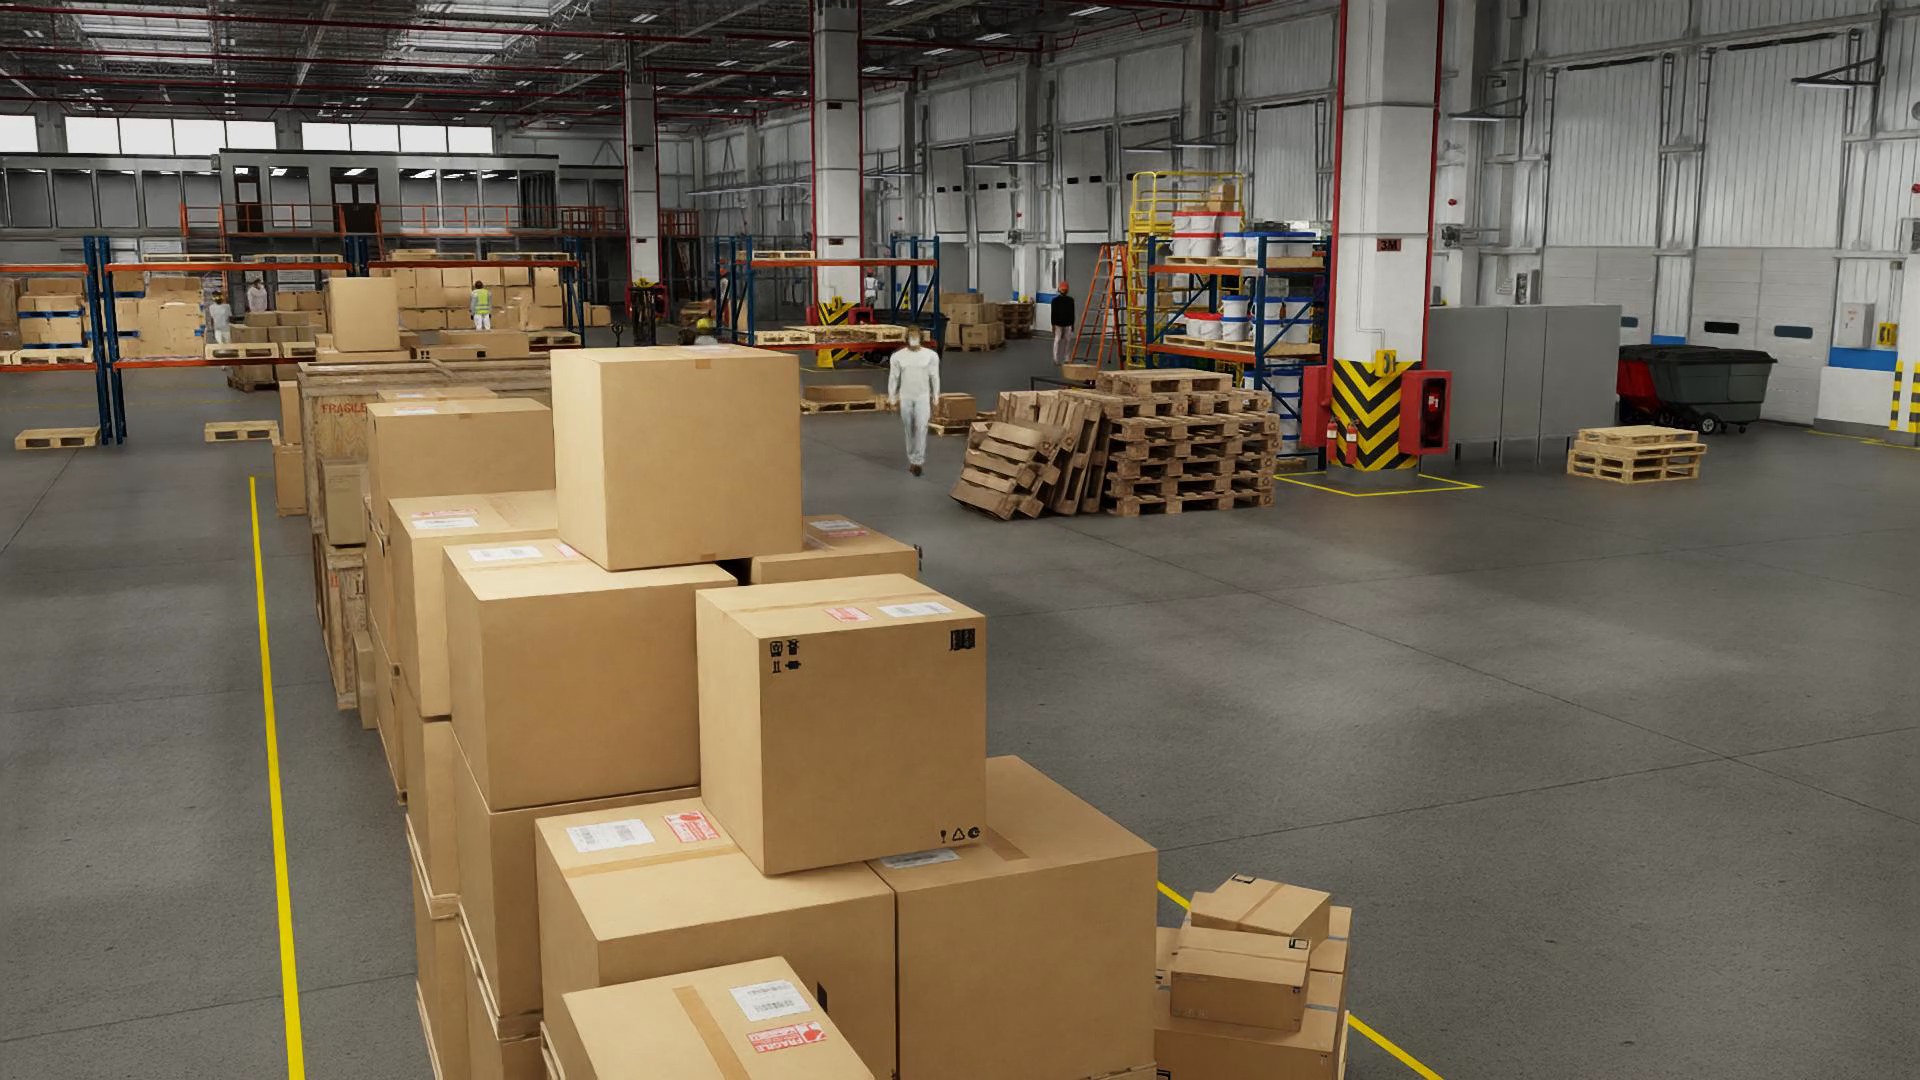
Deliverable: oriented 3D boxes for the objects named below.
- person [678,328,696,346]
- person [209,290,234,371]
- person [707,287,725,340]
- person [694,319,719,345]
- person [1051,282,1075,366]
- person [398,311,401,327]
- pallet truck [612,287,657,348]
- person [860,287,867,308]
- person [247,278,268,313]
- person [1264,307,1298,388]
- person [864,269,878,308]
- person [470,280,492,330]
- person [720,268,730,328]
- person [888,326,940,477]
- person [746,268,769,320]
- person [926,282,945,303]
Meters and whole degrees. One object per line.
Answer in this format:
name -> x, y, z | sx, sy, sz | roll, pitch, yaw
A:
person -> -3.488, -1.811, 21.518 | 0.329, 1.844, 0.518 | 2, 10, 8
person -> -16.793, -4.776, 37.900 | 0.522, 1.842, 0.679 | -2, 10, -12
person -> -6.695, -6.054, 45.363 | 0.471, 1.687, 0.541 | 9, 14, 41
person -> -4.152, -2.745, 27.097 | 0.488, 1.688, 0.917 | -9, 14, -41
person -> 2.438, -5.104, 39.303 | 0.608, 1.986, 0.400 | -5, 11, -24
person -> -11.878, -4.151, 34.524 | 0.633, 1.817, 0.799 | -9, 14, -41
pallet truck -> -6.464, -4.406, 35.401 | 0.823, 1.965, 1.885 | 6, 12, 32
person -> -2.795, -6.091, 45.436 | 0.532, 1.728, 0.883 | -5, 12, -28
person -> -19.633, -6.389, 46.654 | 1.063, 1.880, 0.639 | 7, 12, 33
person -> 5.285, -2.884, 27.376 | 0.578, 1.875, 0.347 | 0, 10, -3
person -> -3.281, -8.894, 60.421 | 0.569, 1.887, 0.990 | -2, 10, -9
person -> -13.287, -6.269, 46.119 | 0.619, 1.838, 0.430 | -9, 14, -41
person -> -7.948, -8.132, 55.954 | 0.392, 1.991, 0.613 | -2, 10, -10
person -> -0.591, -1.755, 21.098 | 0.653, 1.883, 1.000 | 1, 10, 4
person -> -7.542, -9.061, 61.310 | 0.980, 1.896, 0.633 | 1, 10, 4
person -> -0.730, -6.888, 49.272 | 0.594, 1.925, 0.369 | -2, 10, -11
